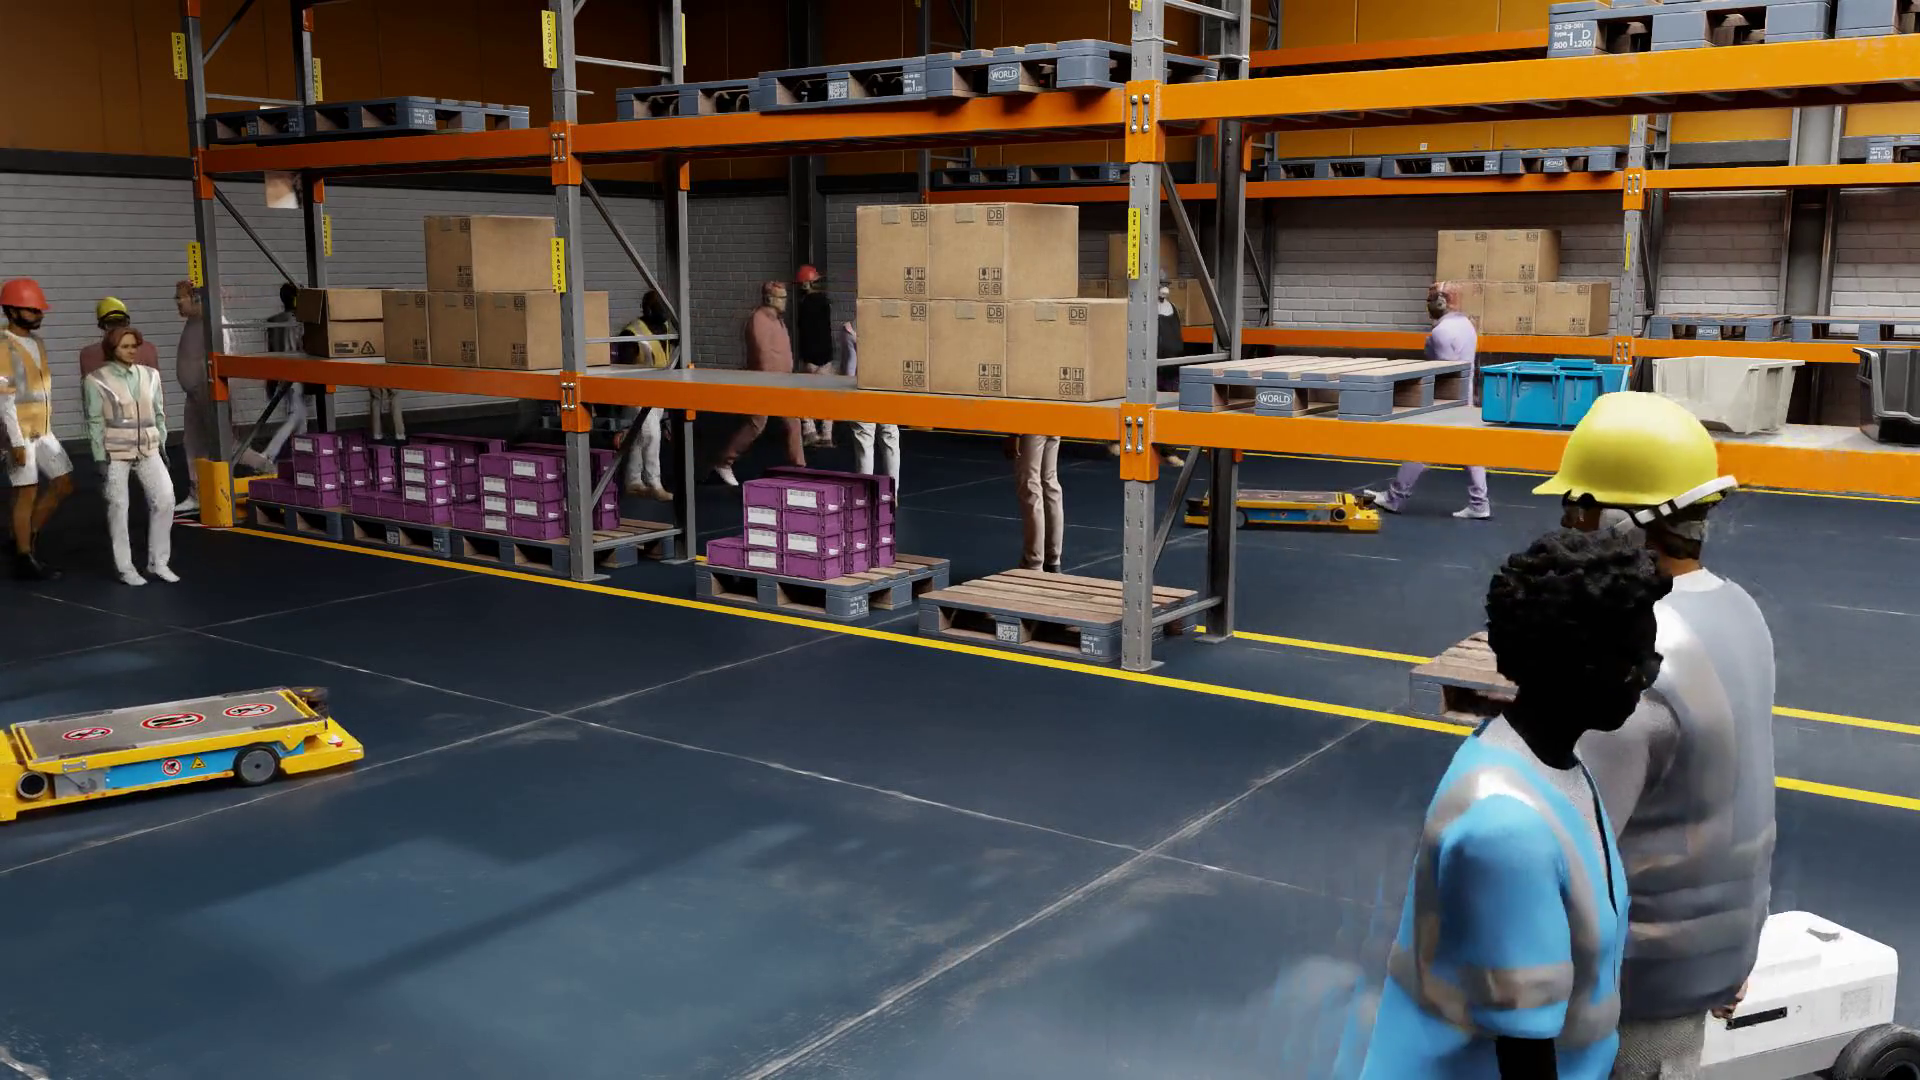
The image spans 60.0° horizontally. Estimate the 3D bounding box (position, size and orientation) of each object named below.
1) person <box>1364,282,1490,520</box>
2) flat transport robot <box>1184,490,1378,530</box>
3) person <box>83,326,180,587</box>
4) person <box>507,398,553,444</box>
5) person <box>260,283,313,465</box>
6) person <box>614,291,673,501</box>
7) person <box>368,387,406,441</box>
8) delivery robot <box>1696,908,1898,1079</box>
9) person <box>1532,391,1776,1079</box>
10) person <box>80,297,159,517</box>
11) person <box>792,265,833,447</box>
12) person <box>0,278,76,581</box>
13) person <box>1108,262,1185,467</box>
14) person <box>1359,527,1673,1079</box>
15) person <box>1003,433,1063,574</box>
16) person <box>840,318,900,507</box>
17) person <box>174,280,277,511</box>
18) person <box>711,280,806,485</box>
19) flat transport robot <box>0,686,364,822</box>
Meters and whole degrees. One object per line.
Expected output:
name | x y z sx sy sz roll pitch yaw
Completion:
person | 3.755 -1.092 13.113 1.013 1.849 0.649 8 13 40
flat transport robot | 2.461 -0.244 12.752 1.431 0.197 0.652 2 10 12
person | -5.081 -0.504 10.259 0.523 1.618 0.546 6 11 31
person | -4.746 -2.006 18.594 0.604 1.853 0.846 7 12 34
person | -6.352 -1.511 15.685 0.514 1.836 0.913 4 10 24
person | -2.692 -1.231 14.201 0.691 1.783 0.650 5 11 28
person | -6.481 -1.914 18.658 0.537 1.634 0.335 4 10 20
delivery robot | 1.817 1.056 3.886 0.707 0.478 0.477 -4 10 -21
person | 1.039 0.661 2.788 0.632 1.810 0.597 7 12 36
person | -6.133 -0.893 12.206 0.530 1.762 0.331 -6 11 -34
person | -1.604 -1.976 18.019 0.541 1.971 0.616 5 11 28
person | -5.850 -0.682 10.472 0.405 1.917 0.568 0 10 1
person | 1.866 -1.746 16.438 0.687 2.000 0.768 -8 13 -40
person | 0.816 0.817 2.263 0.724 1.665 0.552 6 11 31
person | 0.460 -0.710 10.399 0.382 1.993 0.622 5 11 29
person | -0.724 -1.168 13.586 0.625 1.845 0.429 -7 12 -34
person | -6.044 -1.176 13.575 0.819 1.877 0.648 -9 13 -42
person | -1.762 -1.393 14.894 0.965 1.859 0.625 3 10 16
flat transport robot | -3.145 0.811 6.472 1.431 0.197 0.652 -7 12 -34
